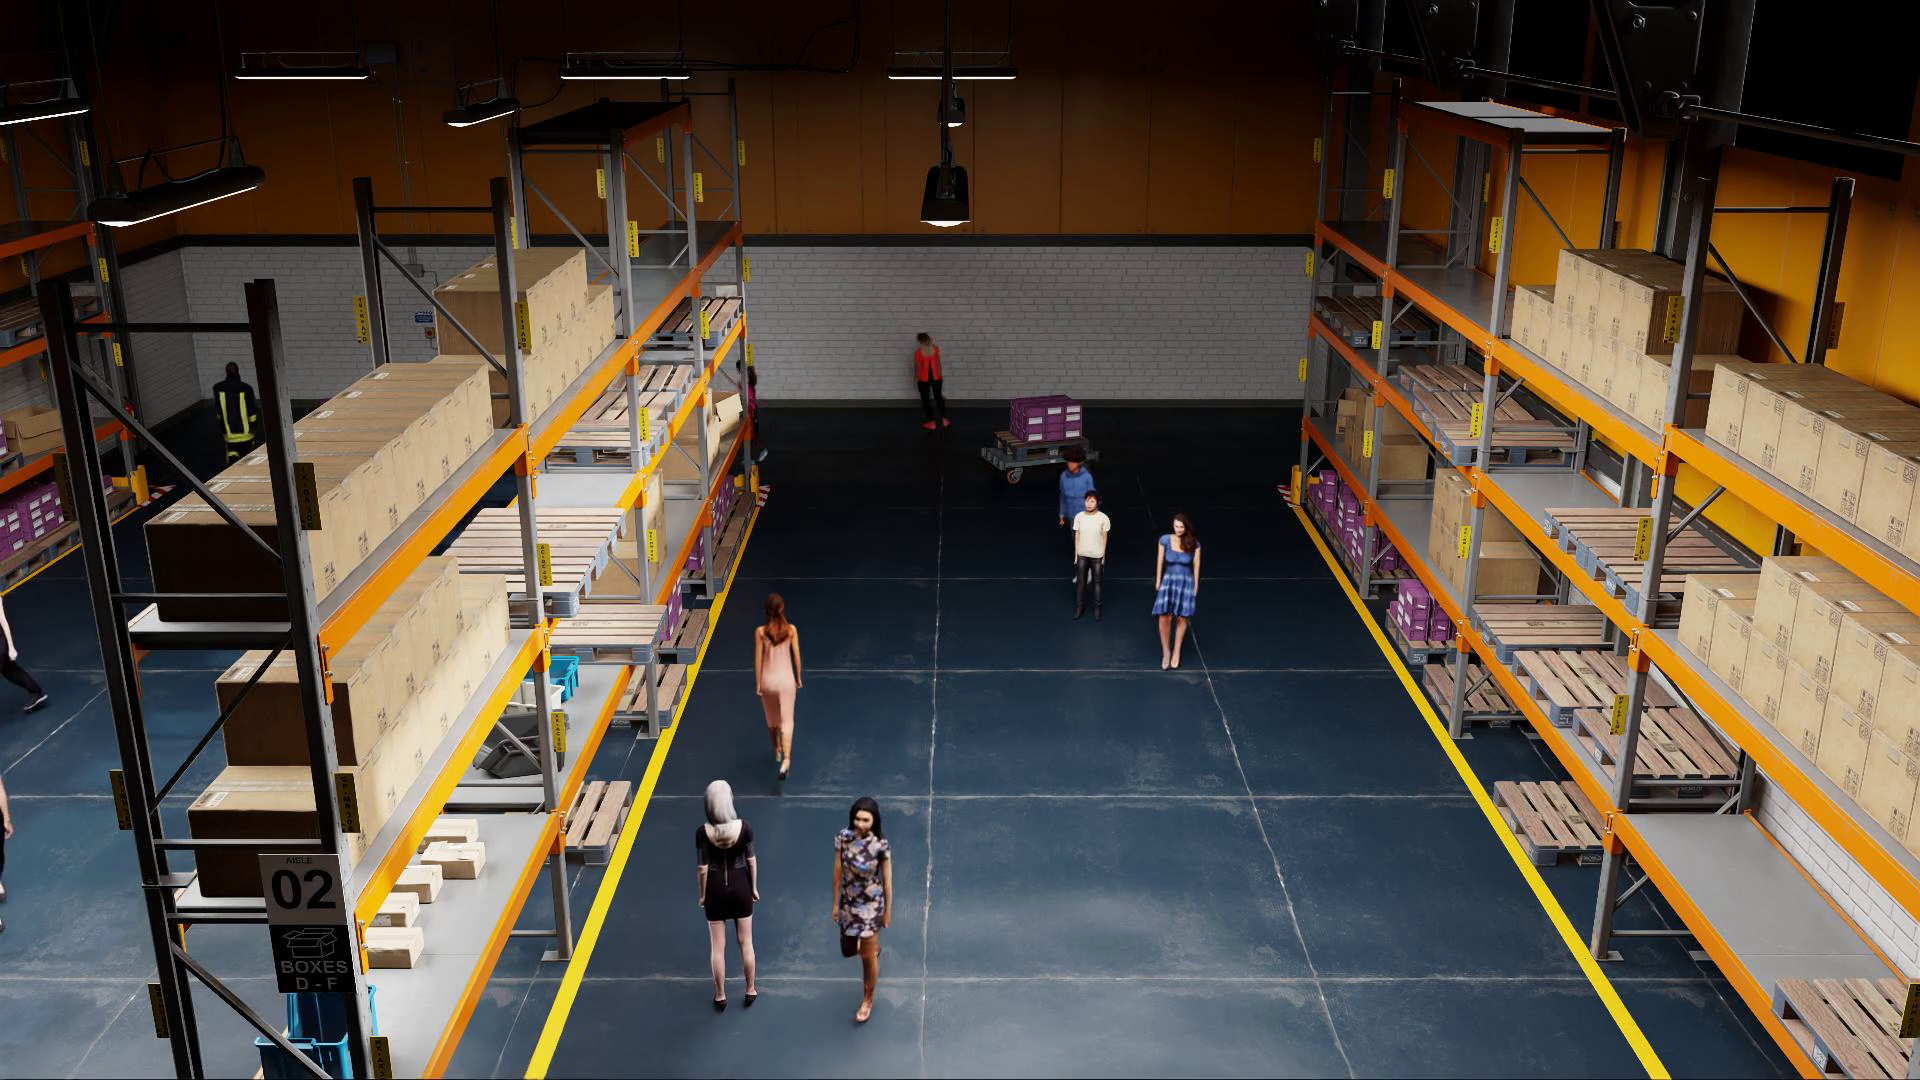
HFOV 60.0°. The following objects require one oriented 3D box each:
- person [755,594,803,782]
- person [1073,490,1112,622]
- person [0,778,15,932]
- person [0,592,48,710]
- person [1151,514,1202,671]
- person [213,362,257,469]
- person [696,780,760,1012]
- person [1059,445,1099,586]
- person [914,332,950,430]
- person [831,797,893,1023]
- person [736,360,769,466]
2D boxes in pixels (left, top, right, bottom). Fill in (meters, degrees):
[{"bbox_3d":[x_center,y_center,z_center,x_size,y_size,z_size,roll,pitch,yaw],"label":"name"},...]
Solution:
[{"bbox_3d":[-1.718,1.411,15.703,0.684,1.802,1.129,-2,19,-7],"label":"person"},{"bbox_3d":[1.547,0.174,19.713,0.641,1.587,0.574,5,19,15],"label":"person"},{"bbox_3d":[-7.884,2.247,13.416,0.999,1.676,1.174,-13,22,-33],"label":"person"},{"bbox_3d":[-9.752,1.042,16.959,0.926,1.699,1.242,8,20,22],"label":"person"},{"bbox_3d":[2.393,0.551,18.269,0.733,1.794,0.788,4,19,12],"label":"person"},{"bbox_3d":[-10.974,-1.786,25.195,0.901,1.802,1.155,-4,19,-12],"label":"person"},{"bbox_3d":[-1.698,2.591,12.156,0.627,1.830,0.565,-4,19,-11],"label":"person"},{"bbox_3d":[1.565,-0.335,20.913,0.830,1.784,0.885,15,24,38],"label":"person"},{"bbox_3d":[-0.493,-2.672,28.057,0.854,1.655,0.773,-4,19,-11],"label":"person"},{"bbox_3d":[-0.688,2.643,12.175,0.756,1.718,0.917,6,19,17],"label":"person"},{"bbox_3d":[-3.222,-1.977,25.909,0.774,1.708,0.722,6,20,17],"label":"person"}]
